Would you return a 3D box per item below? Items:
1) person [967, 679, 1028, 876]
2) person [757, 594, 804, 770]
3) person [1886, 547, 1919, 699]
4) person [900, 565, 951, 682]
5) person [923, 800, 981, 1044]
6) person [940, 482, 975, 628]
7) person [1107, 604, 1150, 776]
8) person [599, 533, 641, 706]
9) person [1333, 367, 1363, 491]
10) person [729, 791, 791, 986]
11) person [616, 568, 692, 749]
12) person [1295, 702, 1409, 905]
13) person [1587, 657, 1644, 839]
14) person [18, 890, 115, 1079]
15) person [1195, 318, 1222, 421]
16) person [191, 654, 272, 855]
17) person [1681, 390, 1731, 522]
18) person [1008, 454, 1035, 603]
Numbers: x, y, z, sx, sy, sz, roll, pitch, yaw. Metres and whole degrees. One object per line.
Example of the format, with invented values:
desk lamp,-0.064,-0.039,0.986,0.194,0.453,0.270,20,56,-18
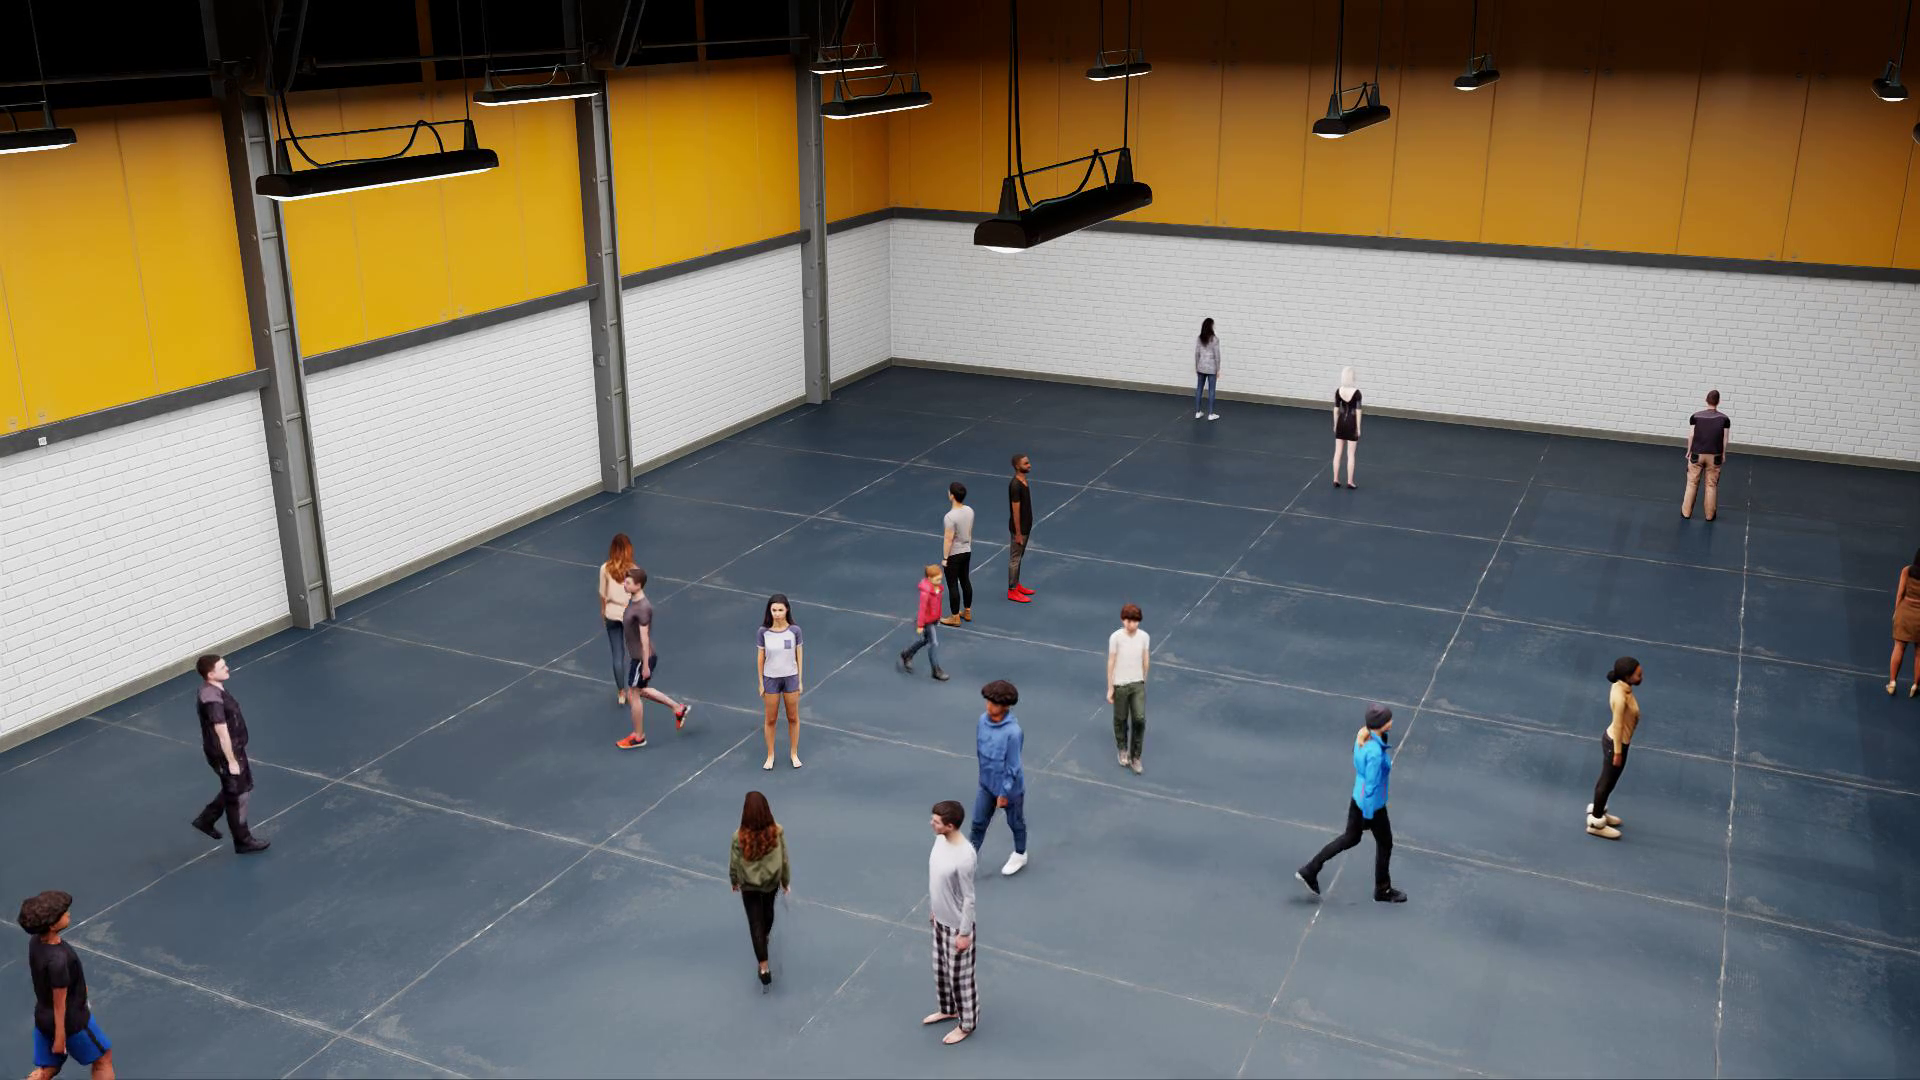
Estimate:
person,0.407,1.983,13.788,0.926,1.773,1.175,17,25,42
person,-1.701,1.330,15.789,0.661,1.734,0.681,-3,19,-8
person,9.977,0.821,17.371,0.573,1.689,0.533,11,22,30
person,-0.394,0.864,17.877,0.623,1.284,0.817,10,21,26
person,-0.038,2.649,11.696,0.745,1.847,0.712,-9,21,-26
person,-0.028,0.147,19.316,0.724,1.724,0.567,16,24,39
person,1.579,1.366,15.834,0.752,1.637,0.858,-1,19,-3
person,-3.513,0.852,17.198,0.978,1.741,1.190,-2,19,-5
person,5.698,-1.651,24.489,0.612,1.830,0.562,14,23,36
person,-1.491,2.617,12.432,0.993,1.437,1.067,-6,19,-16
person,-3.028,1.137,16.211,1.085,1.831,1.041,-6,20,-17
person,3.183,2.134,13.356,0.986,1.763,1.161,0,19,1
person,5.729,1.789,14.548,0.646,1.657,0.488,7,20,20
person,-5.798,3.070,10.564,0.798,1.770,1.196,15,24,38
person,4.226,-2.940,28.470,0.655,1.732,0.603,14,23,36
person,-6.313,1.837,14.128,1.028,1.833,0.968,-7,20,-19
person,10.358,-1.188,23.095,0.666,1.842,0.562,8,20,23
person,0.712,-0.168,20.125,0.747,1.805,0.545,4,19,12
